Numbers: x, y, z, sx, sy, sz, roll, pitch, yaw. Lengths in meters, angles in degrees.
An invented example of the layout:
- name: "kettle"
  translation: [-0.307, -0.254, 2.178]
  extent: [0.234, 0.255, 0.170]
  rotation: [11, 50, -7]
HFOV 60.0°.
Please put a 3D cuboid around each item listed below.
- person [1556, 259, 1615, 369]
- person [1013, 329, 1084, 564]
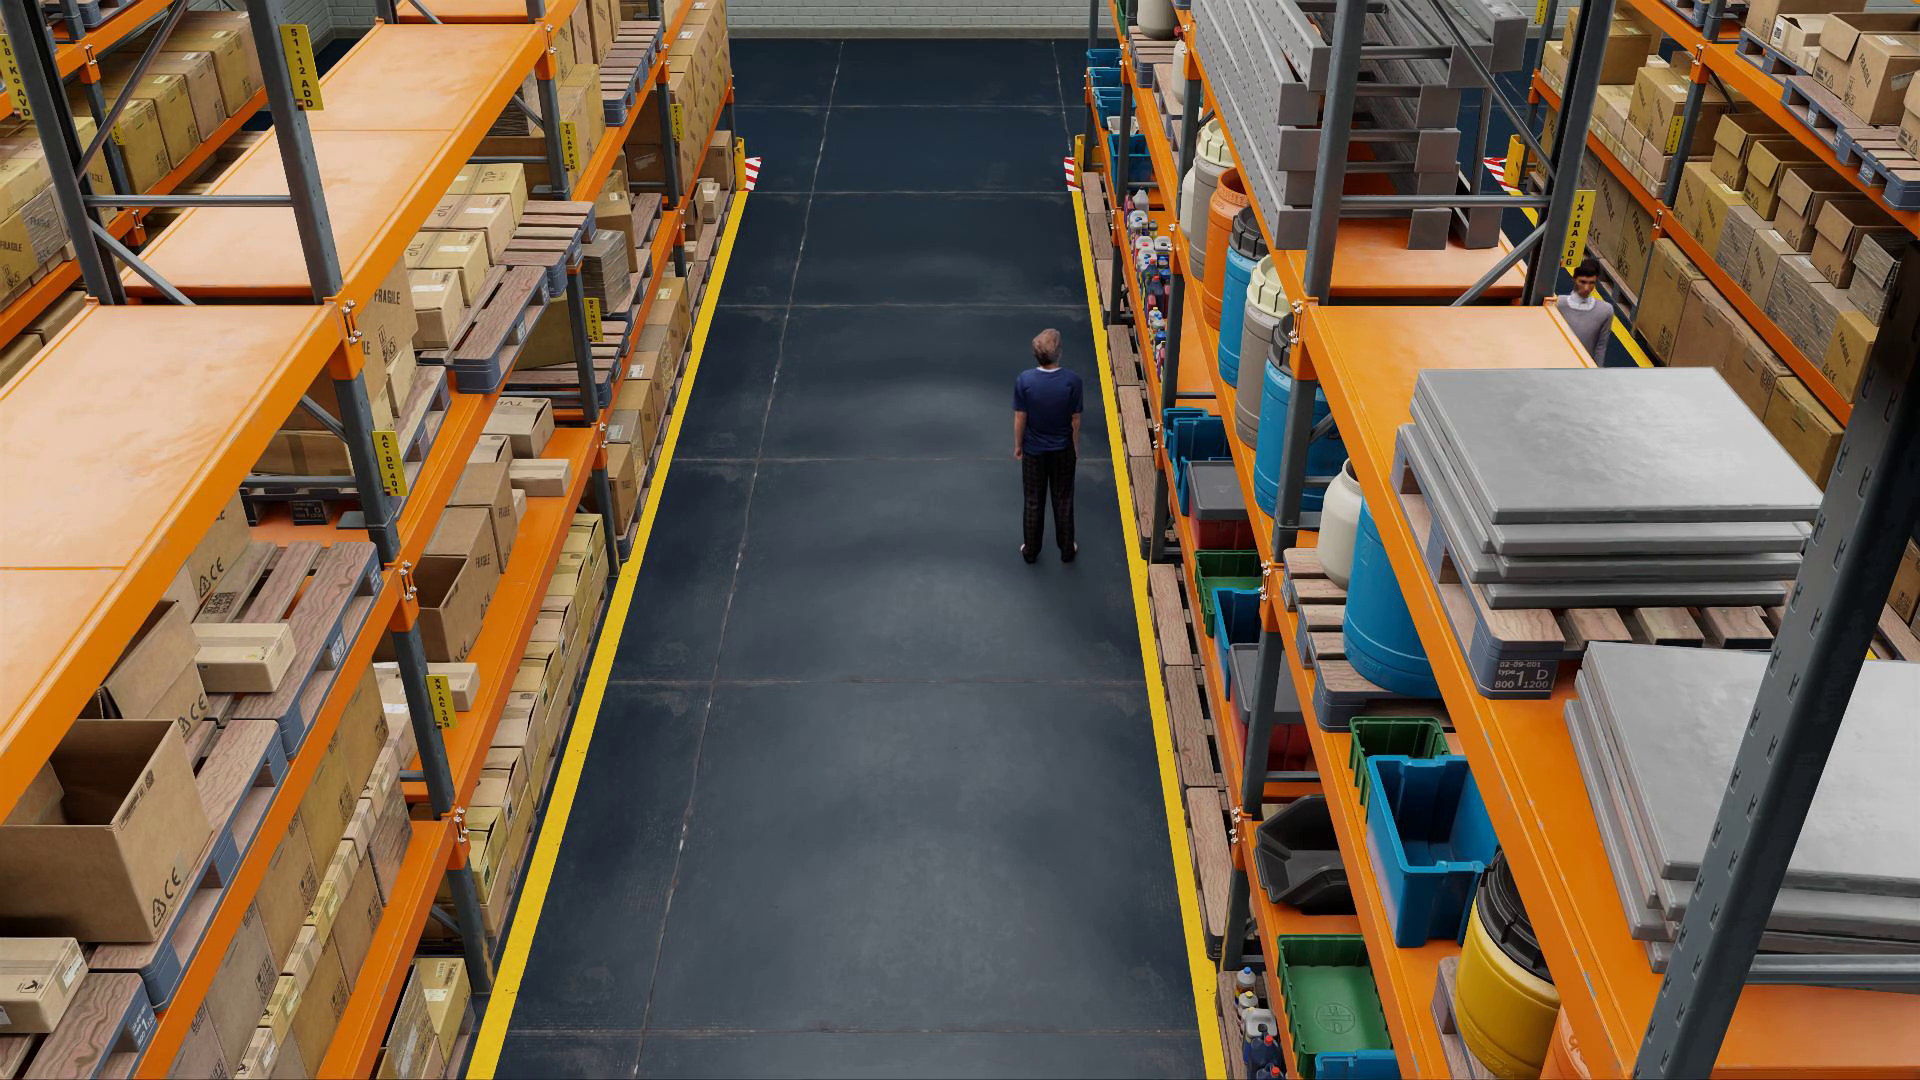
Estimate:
- name: "person"
  translation: [4.721, -1.298, 13.020]
  extent: [0.762, 1.923, 0.664]
  rotation: [4, 33, 6]
- name: "person"
  translation: [0.646, -0.666, 12.096]
  extent: [0.666, 1.870, 0.548]
  rotation: [1, 33, 2]
